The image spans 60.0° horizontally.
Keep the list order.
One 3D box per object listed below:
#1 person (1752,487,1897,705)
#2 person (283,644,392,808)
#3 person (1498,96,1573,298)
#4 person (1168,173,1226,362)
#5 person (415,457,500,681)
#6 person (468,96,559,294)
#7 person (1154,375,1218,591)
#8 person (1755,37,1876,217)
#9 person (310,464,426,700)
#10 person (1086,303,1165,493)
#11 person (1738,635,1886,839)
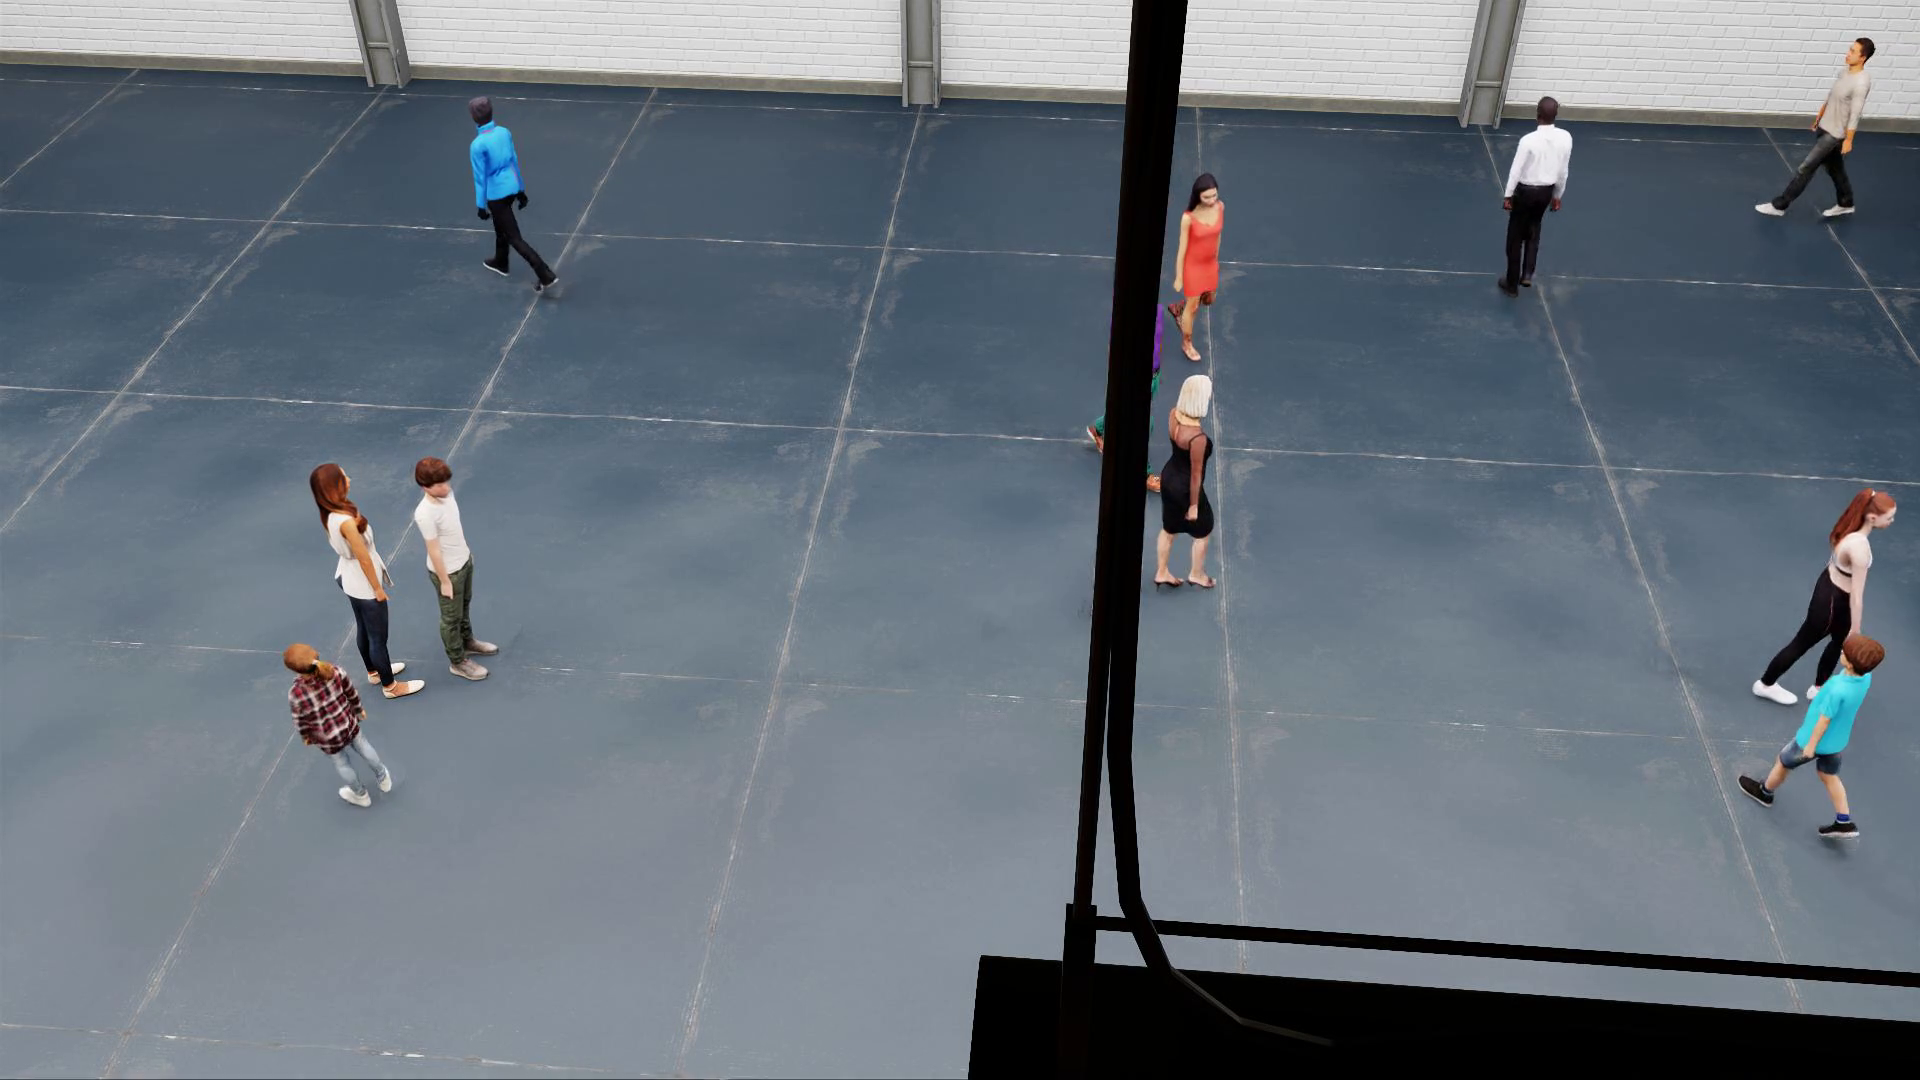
[{"bbox_3d":[5.317,0.374,10.366,0.904,1.729,0.753,13,40,15],"label":"person"},{"bbox_3d":[-3.675,1.087,9.821,0.664,1.293,0.706,-21,43,-24],"label":"person"},{"bbox_3d":[4.986,-2.908,14.399,0.727,1.822,0.804,-4,39,-5],"label":"person"},{"bbox_3d":[1.920,-2.292,13.729,0.884,1.697,0.920,-24,45,-27],"label":"person"},{"bbox_3d":[-3.278,0.162,10.692,0.530,1.653,0.573,4,39,5],"label":"person"},{"bbox_3d":[-3.927,-2.983,14.544,1.253,1.759,0.919,17,42,20],"label":"person"},{"bbox_3d":[1.446,-0.331,11.246,0.811,1.731,0.770,-13,40,-16],"label":"person"},{"bbox_3d":[8.275,-3.801,15.563,1.142,1.767,0.679,4,39,5],"label":"person"},{"bbox_3d":[-3.779,0.262,10.461,0.718,1.785,0.660,-27,46,-30],"label":"person"},{"bbox_3d":[1.255,-1.216,12.349,1.048,1.738,1.179,-31,48,-33],"label":"person"},{"bbox_3d":[5.070,1.156,9.628,0.952,1.426,0.942,-21,43,-24],"label":"person"}]
